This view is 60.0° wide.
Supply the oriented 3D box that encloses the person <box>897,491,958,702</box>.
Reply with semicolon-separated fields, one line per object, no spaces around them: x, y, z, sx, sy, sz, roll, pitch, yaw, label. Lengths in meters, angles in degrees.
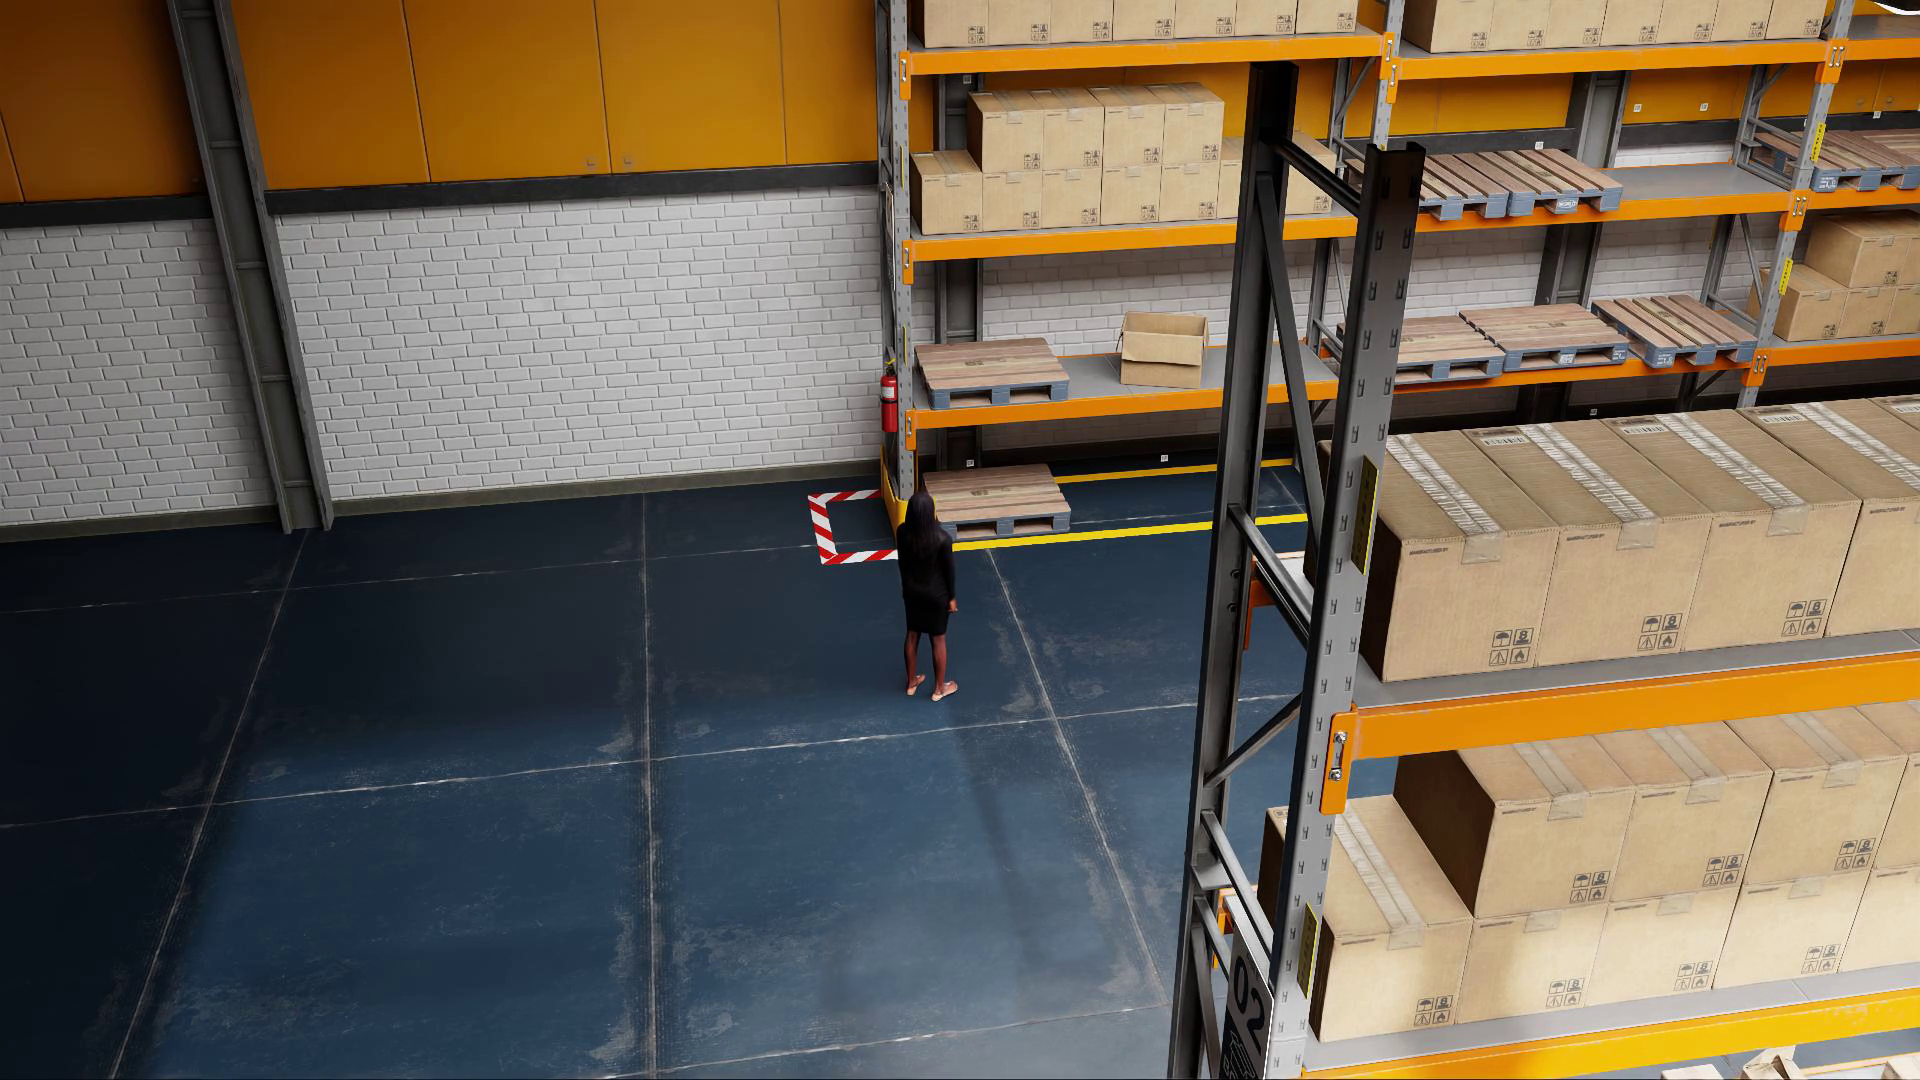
-0.251;0.402;12.332;0.651;1.720;0.748;13;31;23;person
